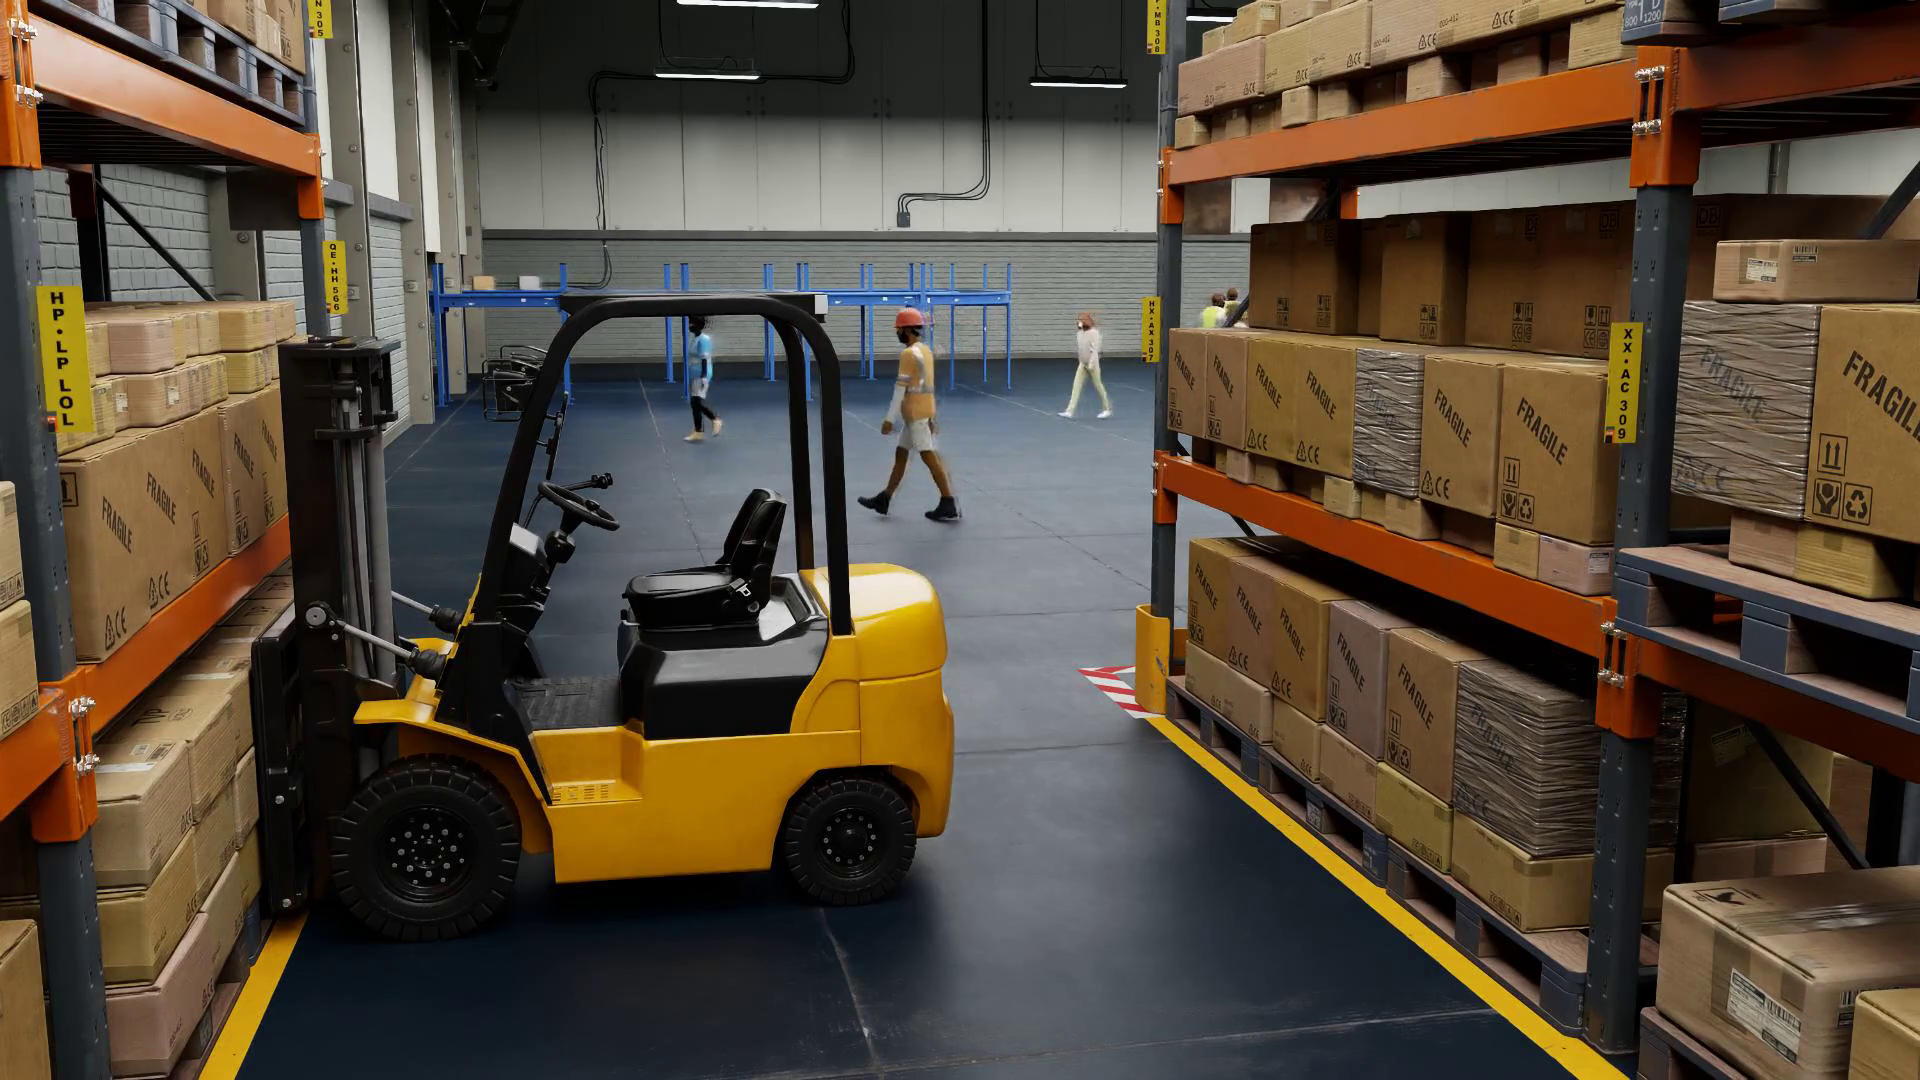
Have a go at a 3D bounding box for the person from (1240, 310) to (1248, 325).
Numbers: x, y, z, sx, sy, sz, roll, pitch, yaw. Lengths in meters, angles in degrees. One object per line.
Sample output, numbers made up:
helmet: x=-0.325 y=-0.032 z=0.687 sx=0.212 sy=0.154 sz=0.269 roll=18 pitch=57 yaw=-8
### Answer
person: x=3.894 y=-2.392 z=23.167 sx=0.502 sy=1.688 sz=0.919 roll=7 pitch=12 yaw=37

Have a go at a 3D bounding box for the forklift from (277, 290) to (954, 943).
forklift: x=-1.179 y=0.175 z=6.143 sx=2.313 sy=2.155 sz=1.214 roll=-2 pitch=10 yaw=-12

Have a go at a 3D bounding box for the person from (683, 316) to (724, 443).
person: x=-3.335 y=-2.094 z=21.393 sx=0.415 sy=1.685 sz=0.548 roll=-5 pitch=11 yaw=-28

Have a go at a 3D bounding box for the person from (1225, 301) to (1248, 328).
person: x=3.298 y=-2.008 z=20.424 sx=0.546 sy=1.826 sz=0.716 roll=-5 pitch=11 yaw=-28

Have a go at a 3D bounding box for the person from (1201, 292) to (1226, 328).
person: x=4.291 y=-3.224 z=27.835 sx=0.429 sy=1.839 sz=0.650 roll=-7 pitch=12 yaw=-37

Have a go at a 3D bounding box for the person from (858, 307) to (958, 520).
person: x=-0.447 y=-1.130 z=14.915 sx=0.986 sy=1.884 sz=0.564 roll=2 pitch=10 yaw=13

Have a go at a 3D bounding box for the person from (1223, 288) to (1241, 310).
person: x=5.366 y=-4.052 z=32.854 sx=0.633 sy=1.841 sz=0.429 roll=2 pitch=10 yaw=14

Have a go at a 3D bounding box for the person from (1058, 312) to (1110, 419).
person: x=1.898 y=-2.592 z=24.732 sx=0.872 sy=1.584 sz=0.515 roll=-7 pitch=12 yaw=-37
